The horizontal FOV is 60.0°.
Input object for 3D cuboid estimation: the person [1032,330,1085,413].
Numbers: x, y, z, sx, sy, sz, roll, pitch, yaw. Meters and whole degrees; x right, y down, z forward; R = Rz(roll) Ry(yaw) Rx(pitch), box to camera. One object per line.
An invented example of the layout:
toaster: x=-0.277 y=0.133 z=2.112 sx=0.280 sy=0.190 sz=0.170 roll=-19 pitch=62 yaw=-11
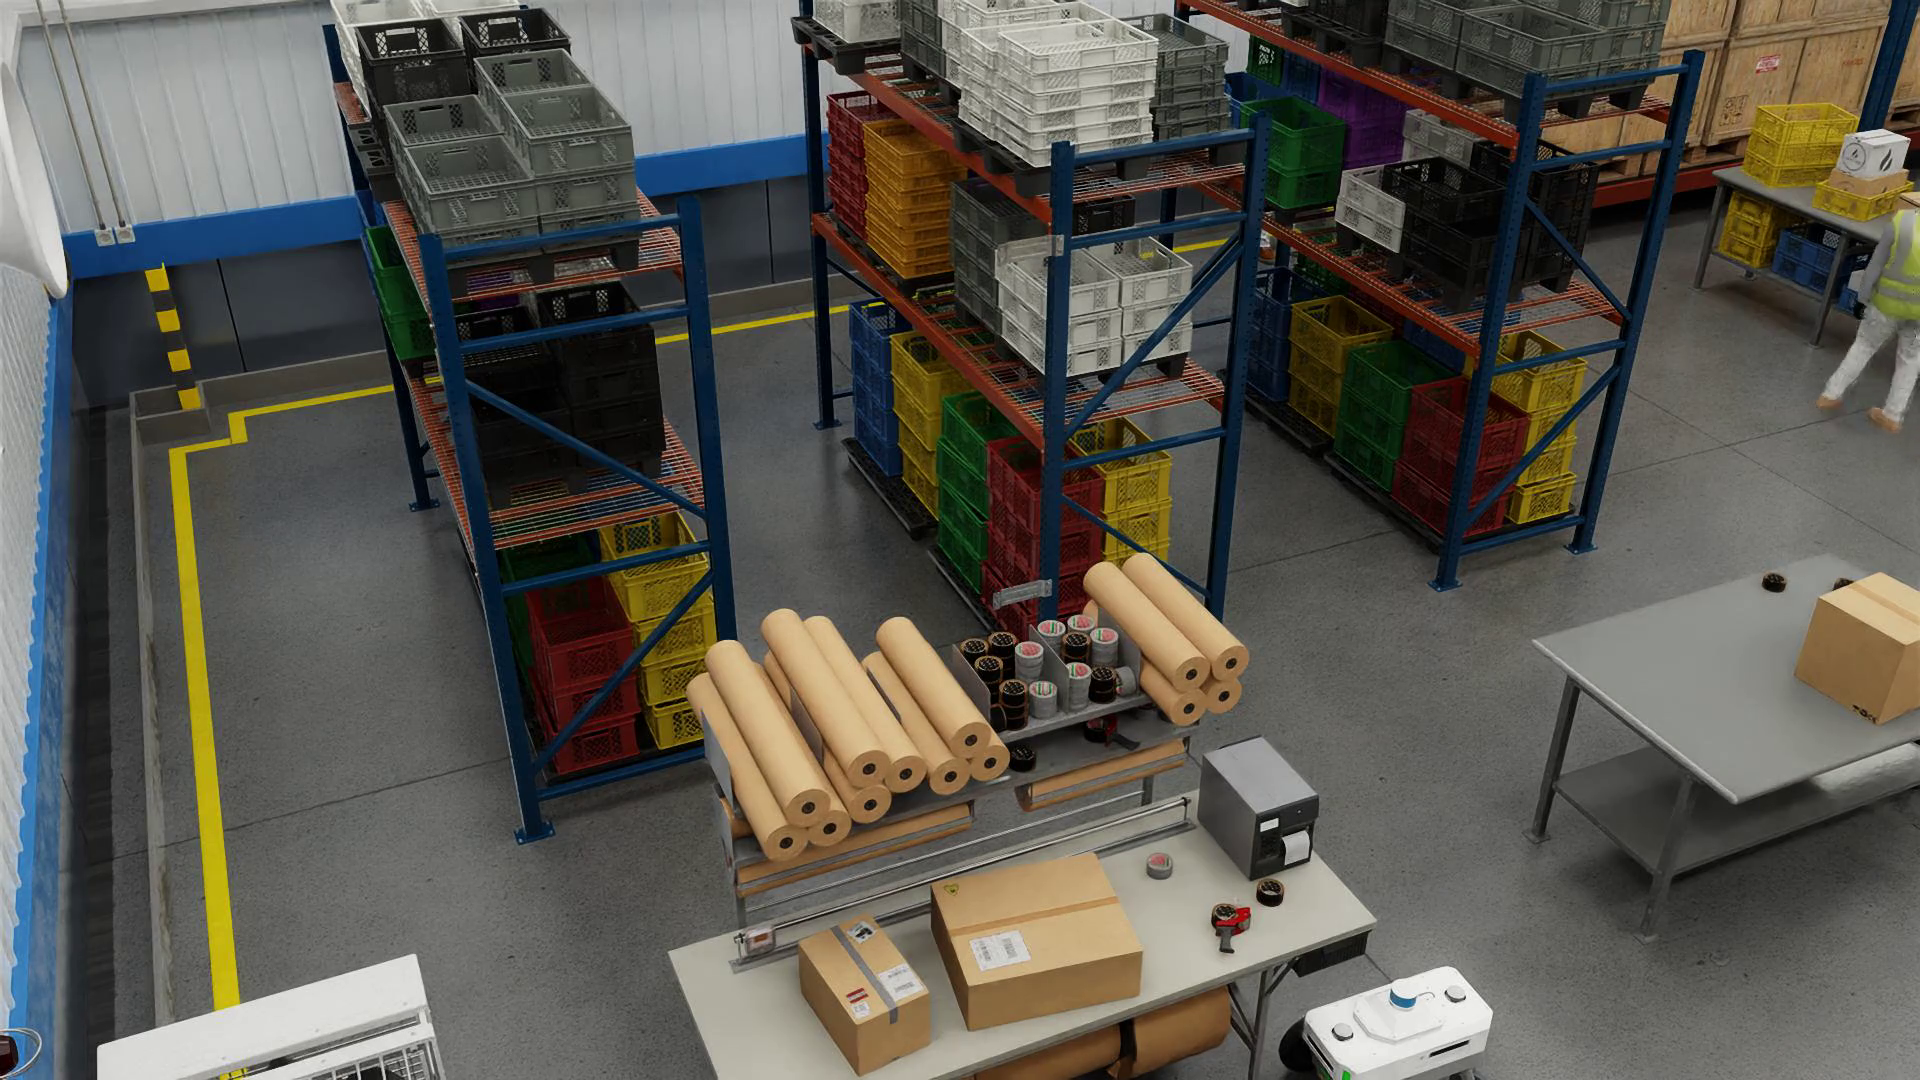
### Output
person: x=0.641 y=-1.737 z=11.240 sx=0.358 sy=1.882 sz=0.574 roll=-14 pitch=34 yaw=-21

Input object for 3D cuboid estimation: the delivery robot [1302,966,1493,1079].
delivery robot: x=1.701 y=1.916 z=6.478 sx=0.707 sy=0.478 sz=0.477 roll=-12 pitch=33 yaw=-18

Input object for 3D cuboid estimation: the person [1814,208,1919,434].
person: x=6.270 y=-1.574 z=11.049 sx=0.731 sy=1.808 sz=0.509 roll=14 pitch=34 yaw=22
